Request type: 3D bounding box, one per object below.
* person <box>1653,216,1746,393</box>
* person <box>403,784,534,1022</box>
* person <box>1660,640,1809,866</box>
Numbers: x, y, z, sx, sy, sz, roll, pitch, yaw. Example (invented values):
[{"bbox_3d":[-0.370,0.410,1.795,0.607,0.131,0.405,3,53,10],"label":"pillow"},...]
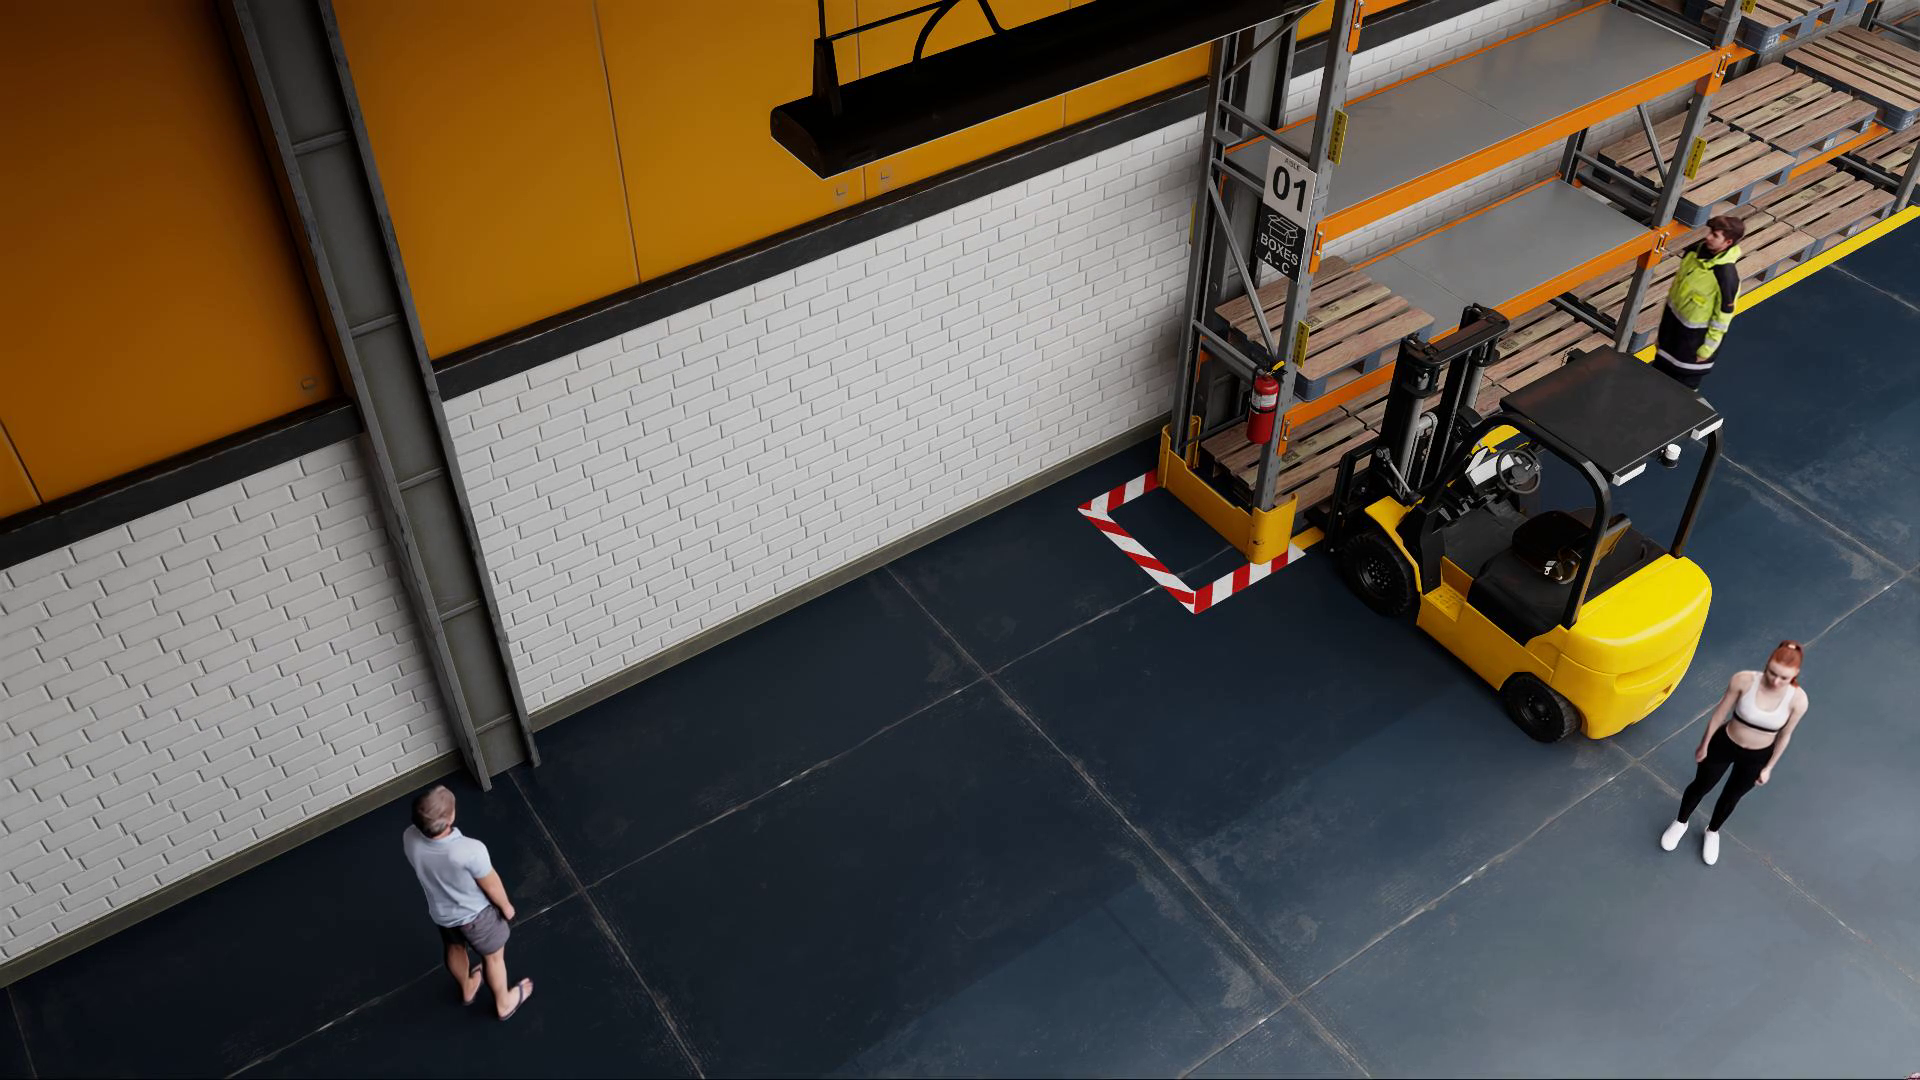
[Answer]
[{"bbox_3d":[5.475,-1.574,12.436,0.804,1.983,0.855,-9,44,-9],"label":"person"},{"bbox_3d":[-2.655,1.956,8.842,0.739,1.829,0.770,12,45,13],"label":"person"},{"bbox_3d":[4.528,1.225,9.673,0.668,1.742,0.679,18,47,18],"label":"person"}]
